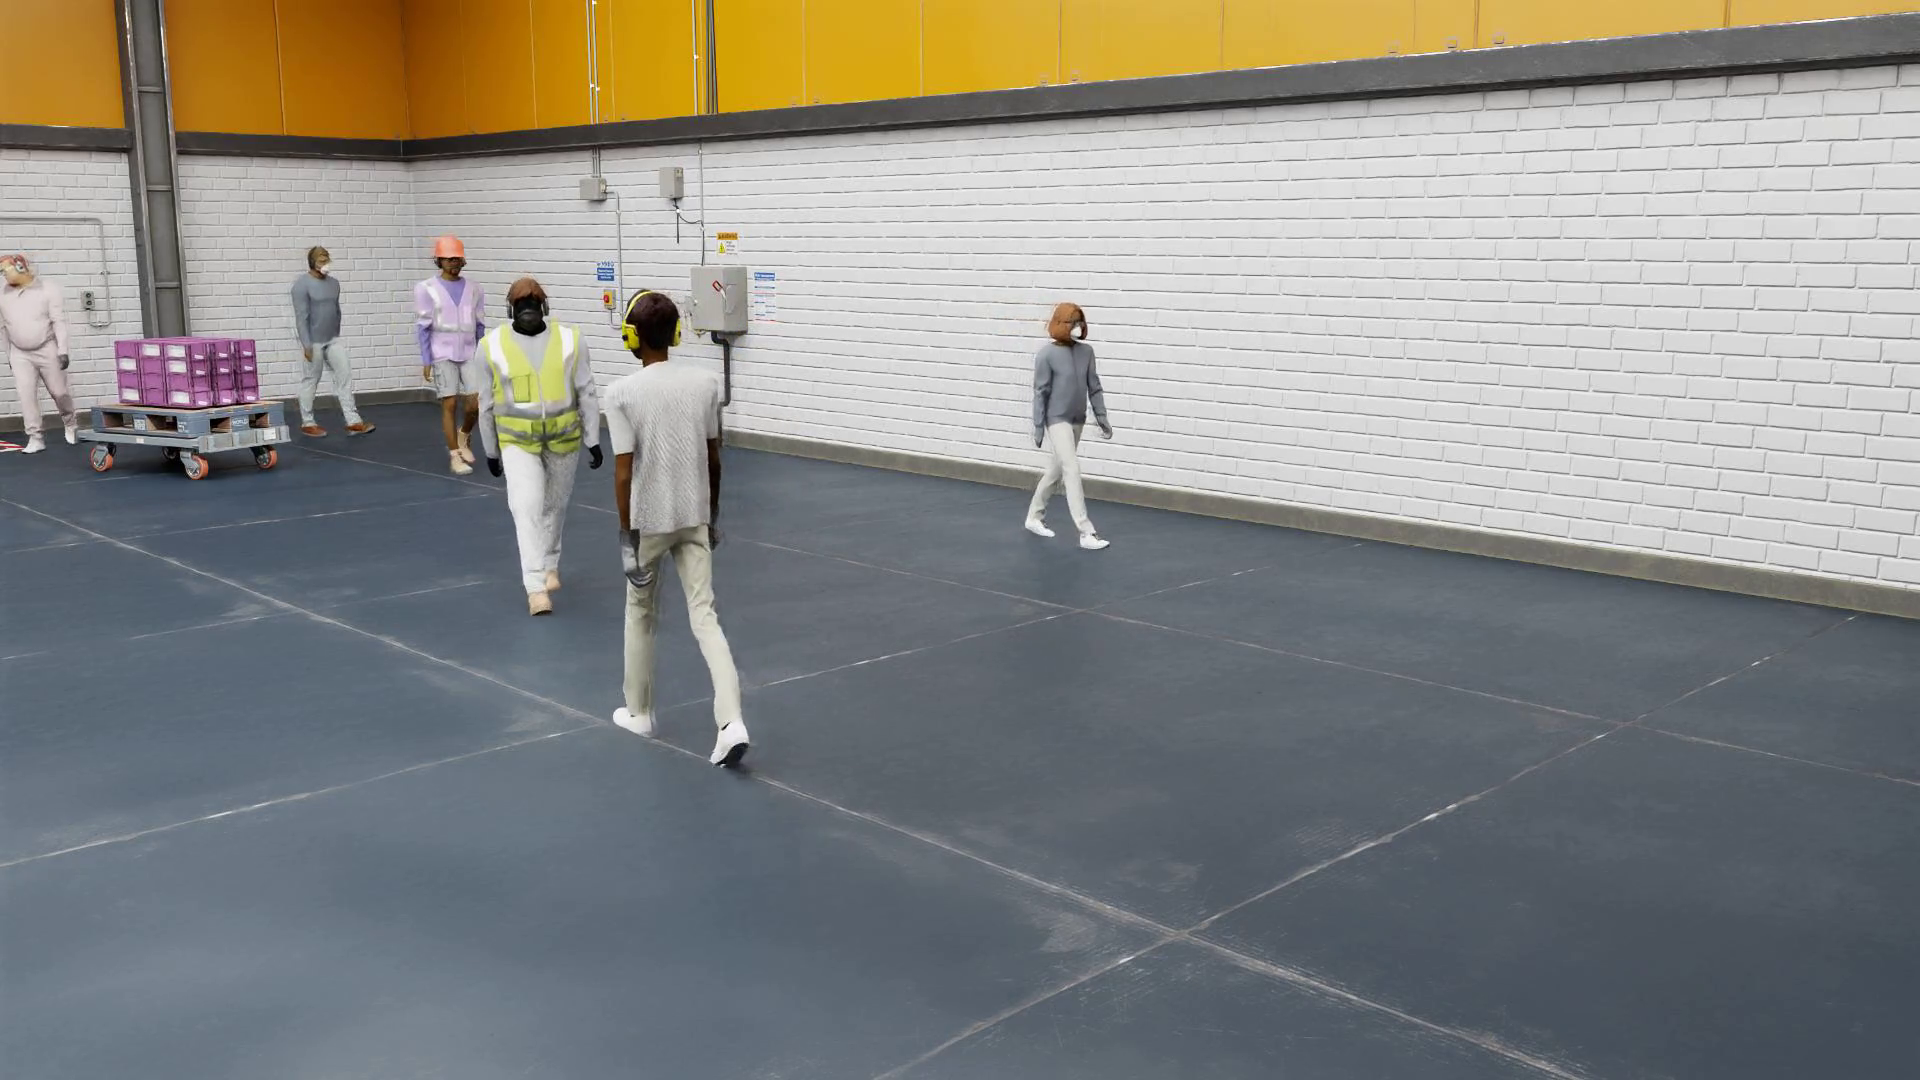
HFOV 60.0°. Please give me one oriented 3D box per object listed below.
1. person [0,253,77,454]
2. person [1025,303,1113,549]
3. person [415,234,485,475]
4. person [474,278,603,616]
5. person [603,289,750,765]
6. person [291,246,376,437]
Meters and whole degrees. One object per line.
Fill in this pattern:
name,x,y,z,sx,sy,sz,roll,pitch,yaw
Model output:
person,-8.724,-1.778,15.744,0.661,1.860,0.857,-2,11,-9
person,0.699,-0.763,10.936,0.514,1.591,0.849,-10,14,-43
person,-4.287,-1.561,14.094,0.616,2.028,0.465,-8,13,-36
person,-2.322,-0.542,9.179,0.629,1.803,0.953,-4,11,-23
person,-1.100,-0.057,6.459,0.528,1.829,0.972,-6,12,-30
person,-6.283,-1.959,16.593,0.897,1.900,0.666,4,11,22
